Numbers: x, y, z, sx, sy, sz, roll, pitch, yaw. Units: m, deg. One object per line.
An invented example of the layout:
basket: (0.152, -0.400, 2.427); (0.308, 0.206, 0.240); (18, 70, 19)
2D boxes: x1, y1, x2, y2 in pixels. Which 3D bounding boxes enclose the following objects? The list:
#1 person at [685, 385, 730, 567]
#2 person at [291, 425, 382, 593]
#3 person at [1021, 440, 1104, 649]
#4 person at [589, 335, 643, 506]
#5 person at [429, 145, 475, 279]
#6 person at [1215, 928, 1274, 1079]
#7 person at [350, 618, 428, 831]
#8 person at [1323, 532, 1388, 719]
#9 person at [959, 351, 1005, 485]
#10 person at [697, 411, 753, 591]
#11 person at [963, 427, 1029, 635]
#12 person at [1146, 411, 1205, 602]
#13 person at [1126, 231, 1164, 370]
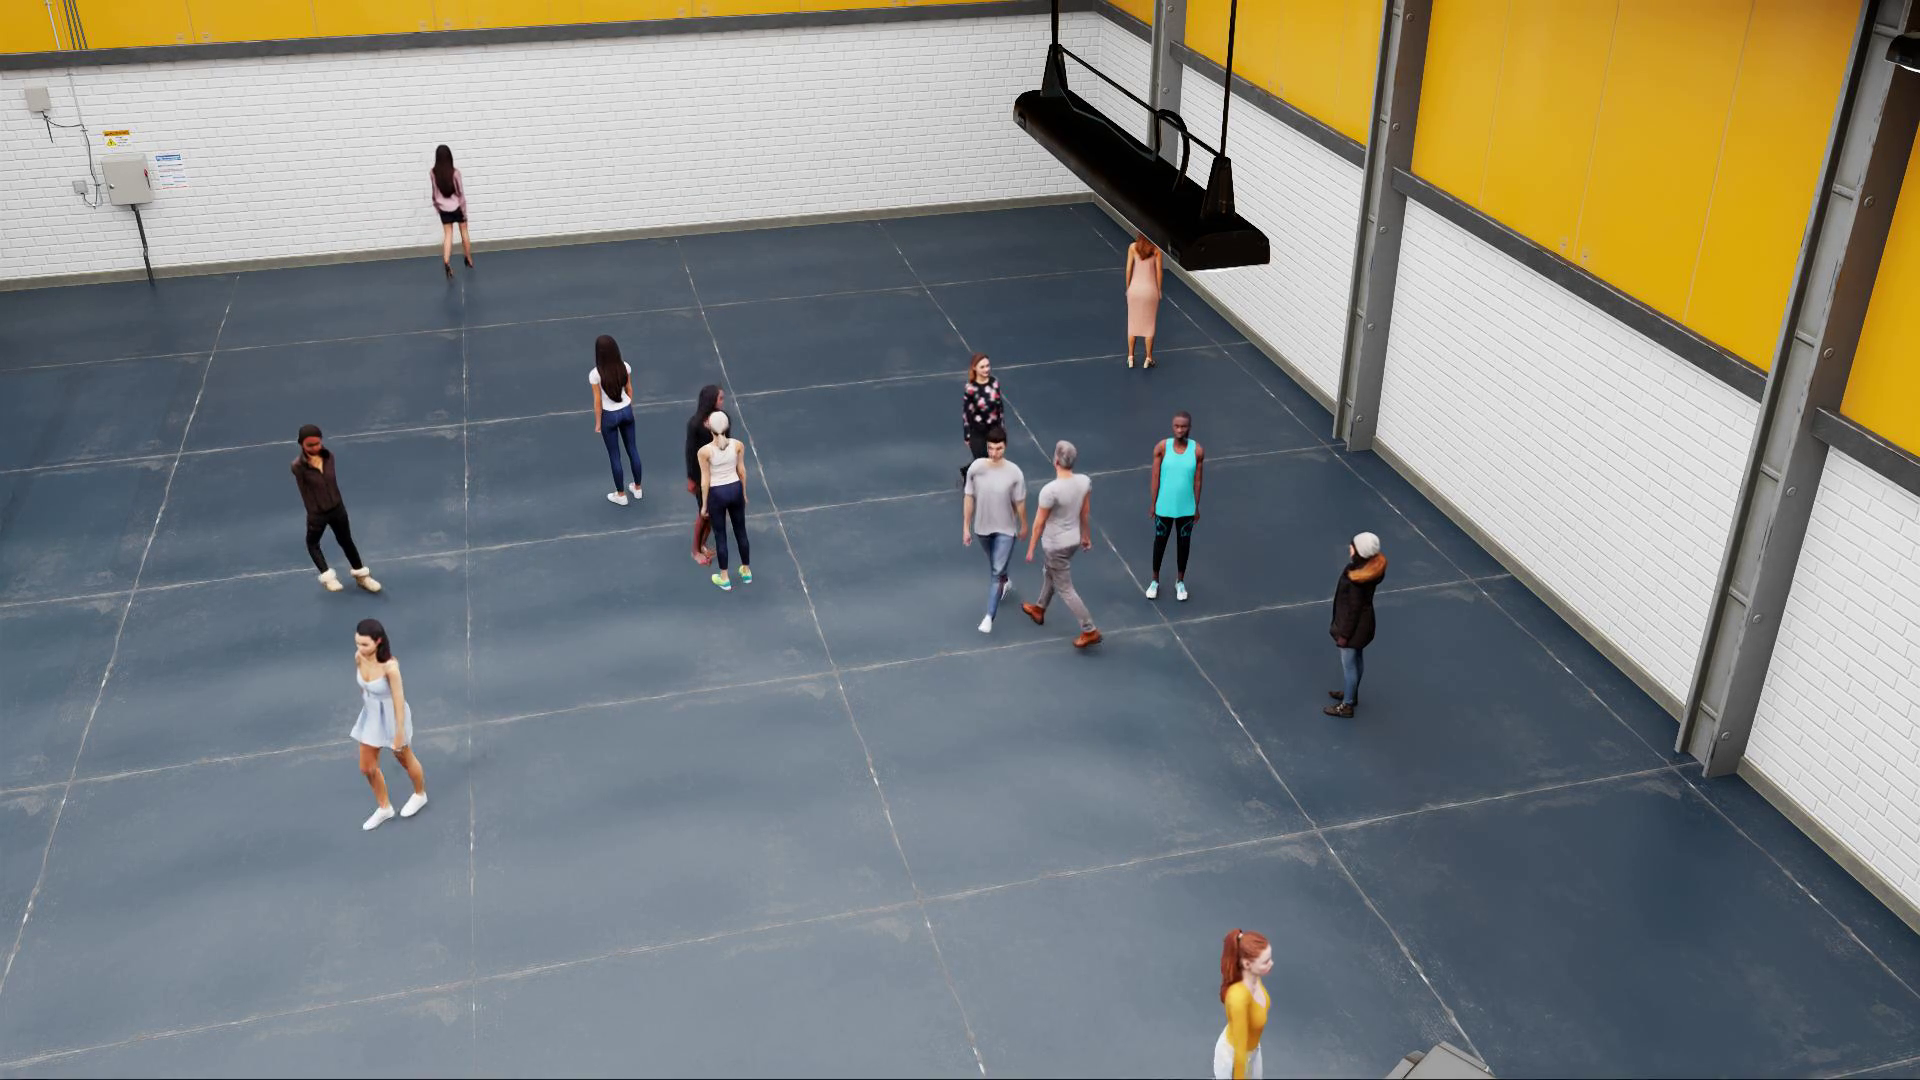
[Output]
person: (-2.359, -0.625, 15.497); (0.817, 1.678, 0.804); (-14, 32, -24)
person: (-5.573, -0.218, 14.776); (0.895, 1.654, 0.824); (-10, 30, -18)
person: (0.927, 0.086, 14.087); (1.330, 1.779, 1.130); (24, 37, 37)
person: (-3.383, -1.192, 16.434); (0.661, 1.775, 0.651); (-21, 35, -34)
person: (-6.825, -4.349, 22.216); (0.859, 1.782, 1.091); (2, 29, 3)
person: (1.434, 2.839, 9.087); (0.990, 1.736, 1.010); (10, 30, 17)
person: (-4.057, 1.257, 12.010); (0.828, 1.712, 0.892); (14, 32, 24)
person: (3.136, 0.660, 13.188); (0.809, 1.633, 0.740); (13, 31, 23)
person: (0.191, -1.085, 16.355); (0.808, 1.663, 1.063); (-19, 34, -30)
person: (-2.116, -0.363, 14.993); (0.651, 1.701, 0.614); (-15, 32, -26)
person: (0.342, -0.163, 14.486); (1.186, 1.835, 1.315); (13, 31, 22)
person: (1.920, -0.312, 14.783); (0.668, 1.811, 0.645); (4, 29, 8)
person: (2.148, -2.898, 19.501); (0.665, 1.833, 0.678); (8, 30, 14)
